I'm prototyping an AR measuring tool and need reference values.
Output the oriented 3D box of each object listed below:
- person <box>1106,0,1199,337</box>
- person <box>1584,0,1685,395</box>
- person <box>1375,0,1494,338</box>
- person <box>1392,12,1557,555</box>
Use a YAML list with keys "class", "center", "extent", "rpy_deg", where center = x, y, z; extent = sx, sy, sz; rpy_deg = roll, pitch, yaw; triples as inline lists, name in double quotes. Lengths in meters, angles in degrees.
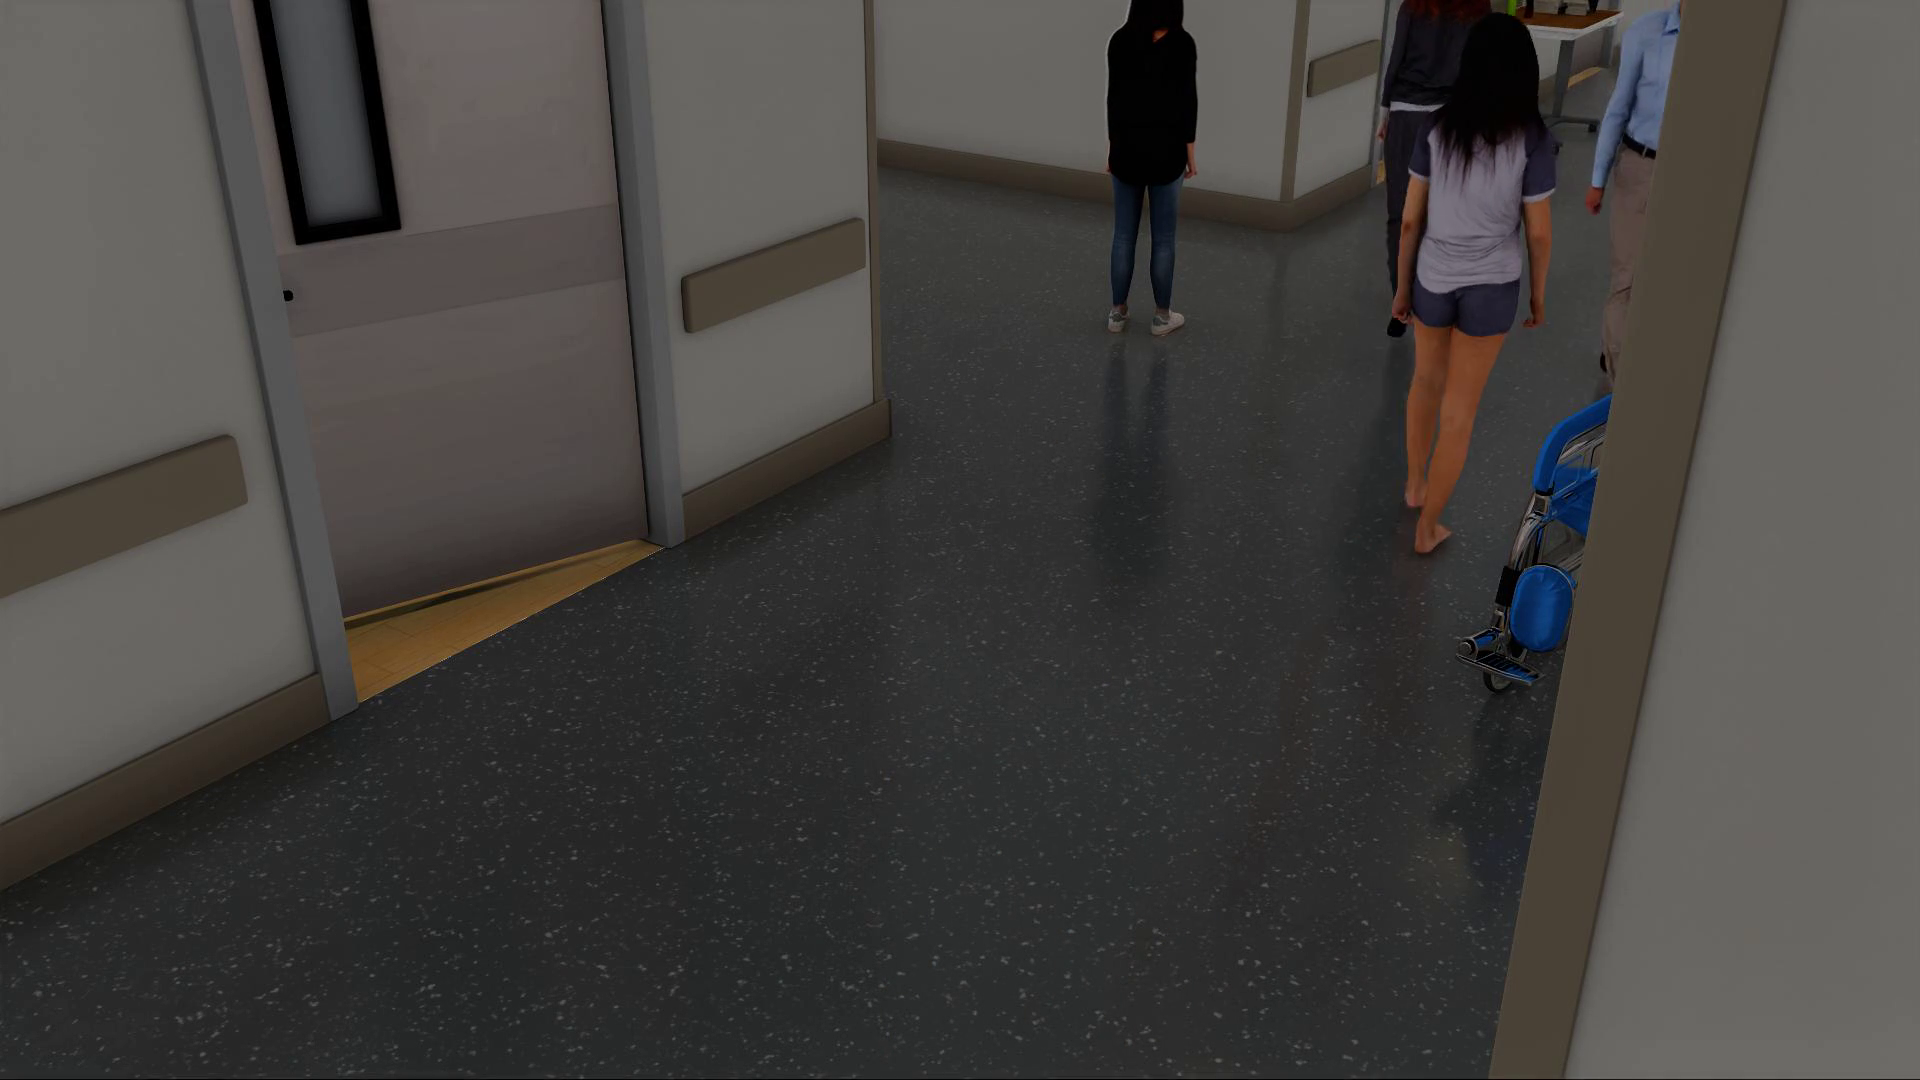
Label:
- class: "person"
  center: [0.836, -1.728, 7.371]
  extent: [0.613, 1.647, 0.596]
  rpy_deg: [9, 27, 17]
- class: "person"
  center: [2.774, -1.447, 6.600]
  extent: [0.999, 1.812, 1.232]
  rpy_deg: [5, 26, 10]
- class: "person"
  center: [2.036, -1.734, 7.292]
  extent: [0.917, 1.728, 1.252]
  rpy_deg: [4, 26, 9]
- class: "person"
  center: [1.572, -0.754, 5.271]
  extent: [0.618, 1.717, 0.698]
  rpy_deg: [16, 30, 30]
